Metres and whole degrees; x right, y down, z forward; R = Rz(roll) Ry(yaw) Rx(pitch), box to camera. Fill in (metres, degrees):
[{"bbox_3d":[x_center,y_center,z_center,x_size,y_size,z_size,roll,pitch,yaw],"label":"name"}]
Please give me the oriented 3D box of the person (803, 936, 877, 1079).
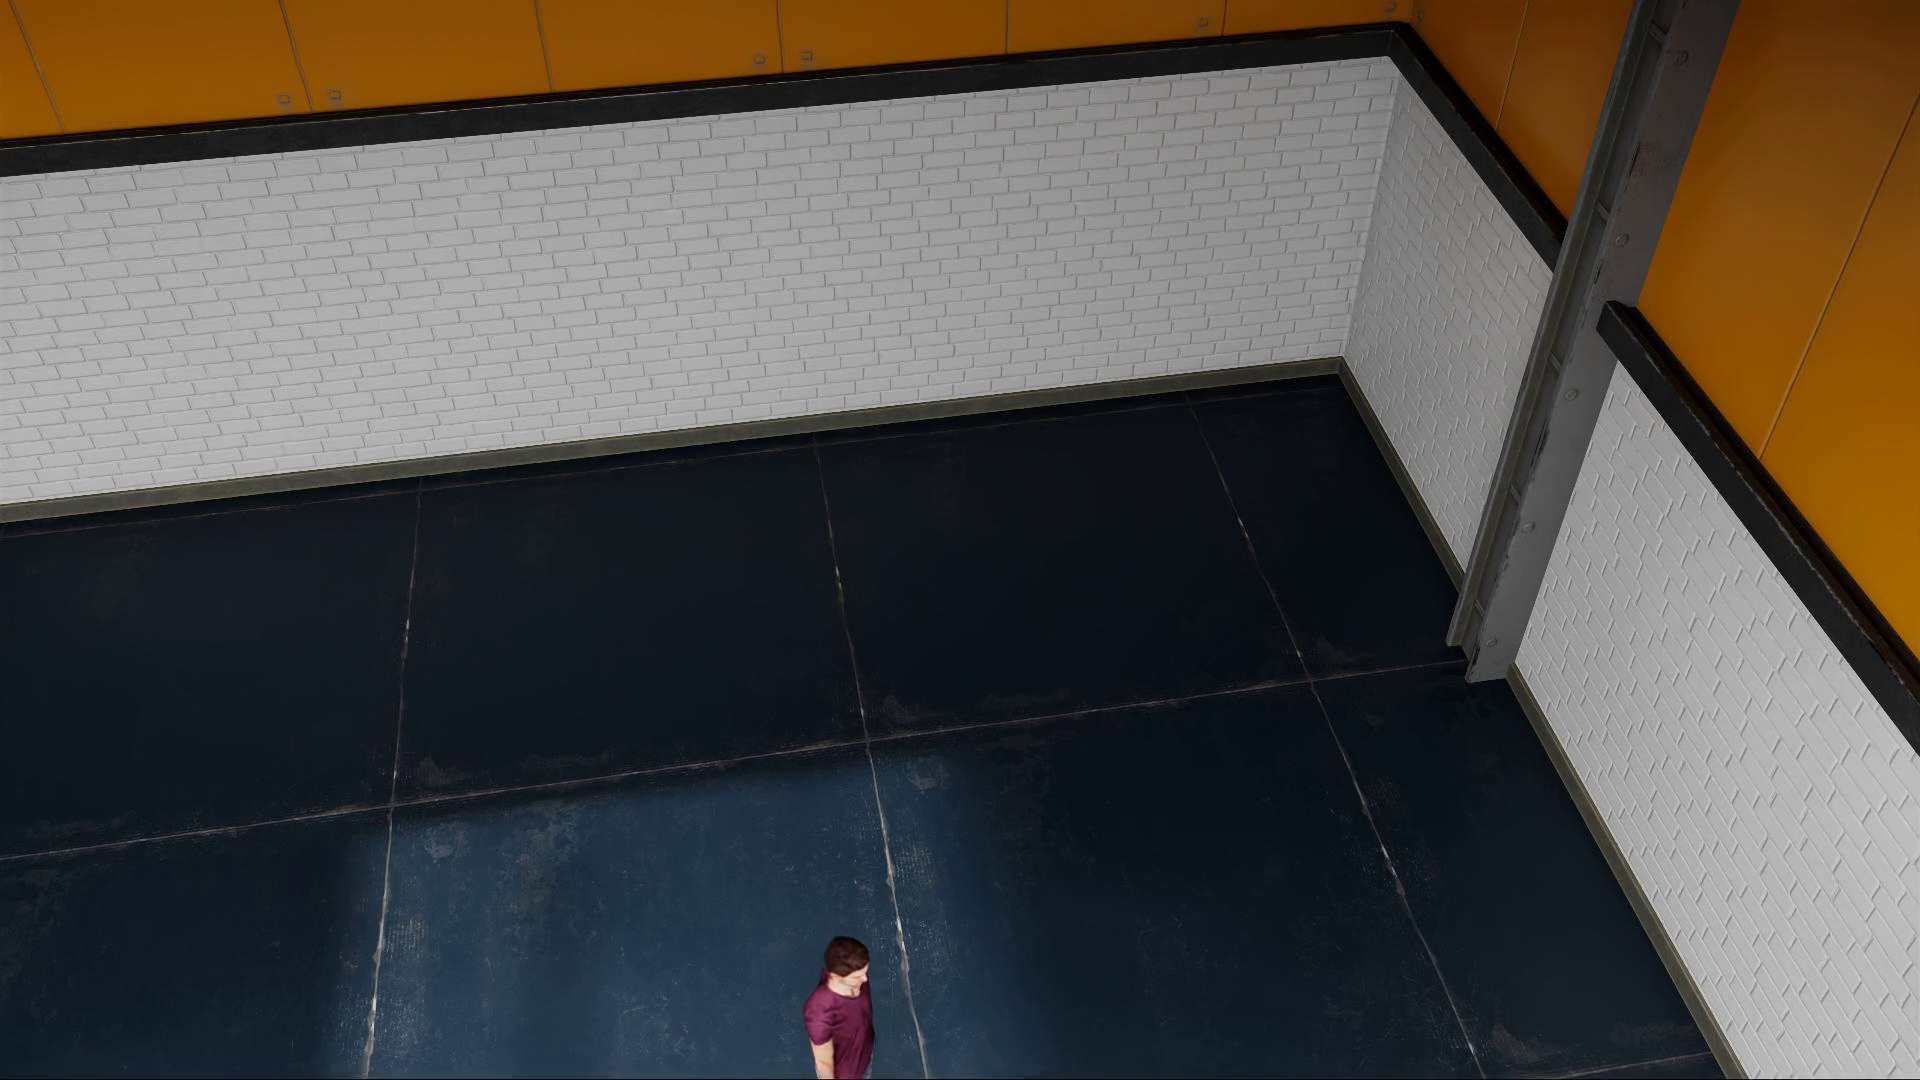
[{"bbox_3d":[-0.569,2.511,8.175,0.797,1.847,0.647,10,45,11],"label":"person"}]
